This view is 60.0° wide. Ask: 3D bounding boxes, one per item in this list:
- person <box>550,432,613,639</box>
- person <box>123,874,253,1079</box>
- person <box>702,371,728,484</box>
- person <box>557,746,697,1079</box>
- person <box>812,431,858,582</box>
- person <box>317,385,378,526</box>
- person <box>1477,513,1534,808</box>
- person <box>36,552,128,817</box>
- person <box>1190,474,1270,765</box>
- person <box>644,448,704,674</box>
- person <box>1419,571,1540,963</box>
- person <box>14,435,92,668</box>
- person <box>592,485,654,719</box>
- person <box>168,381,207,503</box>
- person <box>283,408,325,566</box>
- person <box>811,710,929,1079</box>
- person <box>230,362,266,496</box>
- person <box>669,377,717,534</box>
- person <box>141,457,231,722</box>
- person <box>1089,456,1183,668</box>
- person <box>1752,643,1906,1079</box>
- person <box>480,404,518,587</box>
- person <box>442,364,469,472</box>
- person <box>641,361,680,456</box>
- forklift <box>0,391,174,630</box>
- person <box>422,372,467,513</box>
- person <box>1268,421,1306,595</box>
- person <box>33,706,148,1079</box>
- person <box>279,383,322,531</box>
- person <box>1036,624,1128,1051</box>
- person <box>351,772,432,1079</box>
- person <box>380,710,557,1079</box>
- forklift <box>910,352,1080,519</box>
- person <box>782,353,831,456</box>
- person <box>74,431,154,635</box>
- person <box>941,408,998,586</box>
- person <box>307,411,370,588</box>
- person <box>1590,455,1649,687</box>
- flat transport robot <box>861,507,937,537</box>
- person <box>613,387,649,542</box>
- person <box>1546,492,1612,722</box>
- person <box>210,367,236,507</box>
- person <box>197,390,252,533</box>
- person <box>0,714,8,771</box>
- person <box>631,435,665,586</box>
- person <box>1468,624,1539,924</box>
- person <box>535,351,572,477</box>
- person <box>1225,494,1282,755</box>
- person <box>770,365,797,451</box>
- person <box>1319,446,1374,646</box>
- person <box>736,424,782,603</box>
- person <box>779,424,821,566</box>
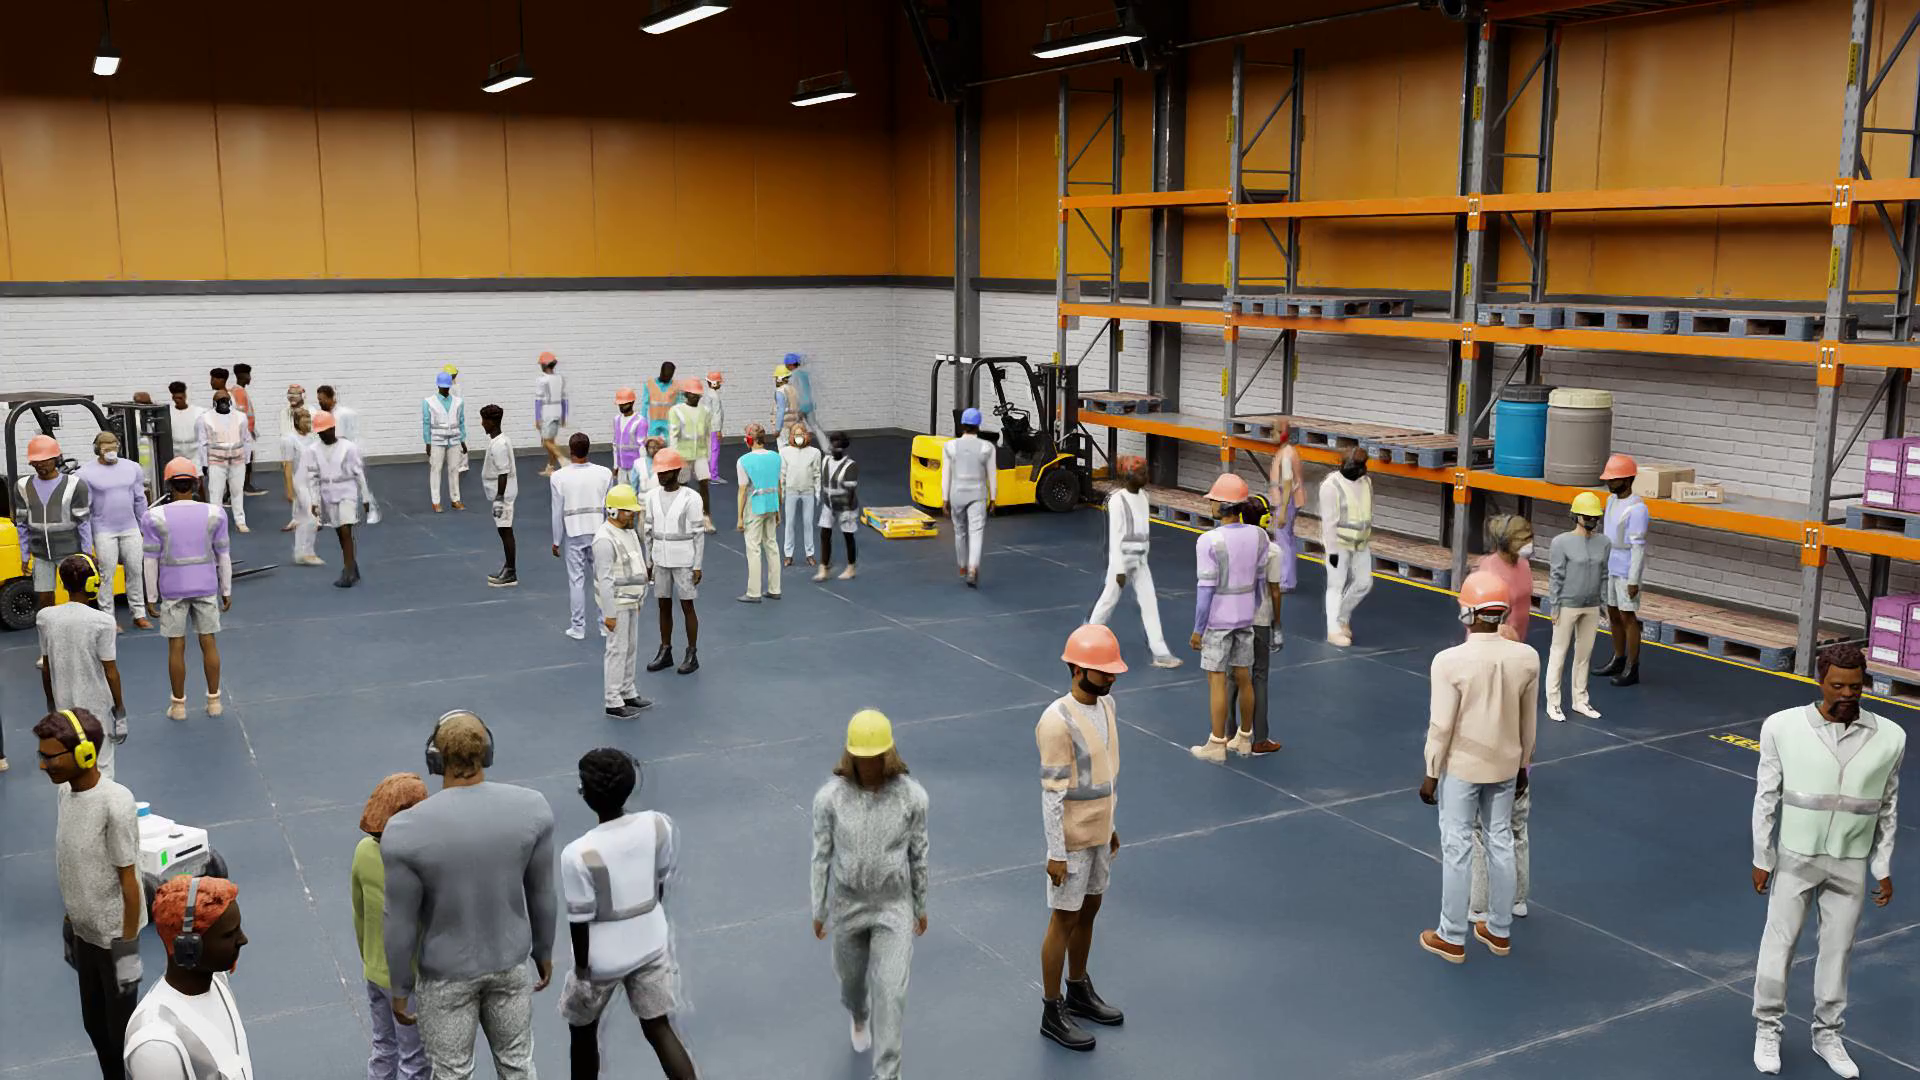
[{"bbox_3d":[-3.488,-0.038,15.433,0.587,1.920,0.395,-5,11,-25],"label":"person"},{"bbox_3d":[-2.129,1.851,4.691,0.358,1.876,0.575,-2,10,-9],"label":"person"},{"bbox_3d":[-3.796,-1.749,25.763,0.343,1.747,0.572,-5,11,-27],"label":"person"},{"bbox_3d":[-1.304,1.629,6.560,0.813,1.665,0.531,9,13,43],"label":"person"},{"bbox_3d":[-1.329,-0.353,17.953,0.548,1.659,0.698,7,12,34],"label":"person"},{"bbox_3d":[-8.035,-1.123,21.854,0.611,1.873,0.723,6,12,32],"label":"person"},{"bbox_3d":[3.457,0.761,10.821,0.593,1.927,0.630,9,13,42],"label":"person"},{"bbox_3d":[-5.074,0.996,9.658,0.510,1.861,0.323,1,10,8],"label":"person"},{"bbox_3d":[1.870,0.551,11.673,0.614,2.046,0.366,-6,12,-32],"label":"person"},{"bbox_3d":[-2.445,0.180,14.126,0.550,1.935,0.376,4,11,21],"label":"person"},{"bbox_3d":[2.613,1.142,8.418,0.624,1.992,0.386,-3,10,-16],"label":"person"},{"bbox_3d":[-7.777,0.107,14.286,0.603,2.034,0.417,-1,10,-6],"label":"person"},{"bbox_3d":[-2.603,0.472,12.798,0.403,1.817,0.601,1,10,7],"label":"person"},{"bbox_3d":[-9.988,-1.089,21.472,0.602,1.921,0.766,-3,10,-17],"label":"person"},{"bbox_3d":[-7.400,-0.593,18.922,0.573,1.814,0.529,1,10,8],"label":"person"},{"bbox_3d":[-0.377,1.520,7.067,0.492,1.717,0.803,0,10,0],"label":"person"},{"bbox_3d":[-10.563,-1.640,24.531,0.387,1.962,0.651,-5,11,-28],"label":"person"},{"bbox_3d":[-3.451,-1.101,21.345,0.621,2.000,0.996,-5,11,-29],"label":"person"},{"bbox_3d":[-5.911,0.376,12.738,0.613,2.033,0.411,-7,12,-34],"label":"person"},{"bbox_3d":[1.466,0.182,14.433,1.014,1.832,0.589,8,13,39],"label":"person"},{"bbox_3d":[3.762,1.383,7.257,0.591,1.920,0.393,1,10,9],"label":"person"},{"bbox_3d":[-4.939,-0.483,17.862,0.372,1.963,0.608,-2,10,-12],"label":"person"},{"bbox_3d":[-8.259,-1.985,27.112,0.361,1.760,0.526,-8,13,-39],"label":"person"},{"bbox_3d":[-4.705,-1.856,26.059,0.666,1.878,0.429,-4,11,-22],"label":"person"},{"bbox_3d":[-9.026,-0.363,16.508,1.214,2.155,2.313,6,11,29],"label":"forklift"},{"bbox_3d":[-7.095,-1.350,22.930,0.602,1.938,0.401,-8,13,-38],"label":"person"},{"bbox_3d":[3.412,-0.338,17.443,0.417,1.823,0.628,2,10,12],"label":"person"},{"bbox_3d":[-3.345,1.553,6.467,0.528,1.857,0.333,7,12,36],"label":"person"},{"bbox_3d":[-8.447,-1.046,21.254,0.651,1.913,0.410,4,11,24],"label":"person"},{"bbox_3d":[0.578,1.324,7.544,0.372,1.933,0.552,6,12,33],"label":"person"},{"bbox_3d":[-2.119,1.682,6.348,0.505,1.632,0.269,8,13,40],"label":"person"},{"bbox_3d":[-1.790,1.573,6.125,0.639,1.934,0.369,-6,12,-33],"label":"person"},{"bbox_3d":[0.460,-1.461,22.833,2.313,2.155,1.214,-5,11,-28],"label":"forklift"},{"bbox_3d":[-2.660,-2.247,28.332,1.090,1.872,0.664,5,11,25],"label":"person"},{"bbox_3d":[-7.938,-0.069,15.606,0.377,1.927,0.635,8,13,39],"label":"person"},{"bbox_3d":[0.099,-0.470,17.971,0.613,1.913,0.943,1,10,4],"label":"person"},{"bbox_3d":[-6.685,-0.429,17.758,0.569,1.891,0.897,1,10,5],"label":"person"},{"bbox_3d":[5.460,0.248,13.799,0.417,1.925,0.562,0,10,-3],"label":"person"},{"bbox_3d":[-0.797,-0.251,21.397,0.652,0.197,1.431,-3,10,-16],"label":"flat transport robot"},{"bbox_3d":[-4.089,-0.929,20.541,0.545,1.929,0.389,7,12,35],"label":"person"},{"bbox_3d":[4.744,0.507,12.738,0.524,1.769,0.308,-3,10,-17],"label":"person"},{"bbox_3d":[-10.365,-1.451,23.427,0.367,1.967,0.607,-8,12,-37],"label":"person"},{"bbox_3d":[-9.317,-0.989,21.130,0.627,1.843,0.429,-8,13,-38],"label":"person"},{"bbox_3d":[-6.782,0.641,11.173,0.542,2.000,0.690,-2,10,-12],"label":"person"},{"bbox_3d":[-3.304,-0.346,18.073,0.537,1.613,0.658,2,10,13],"label":"person"},{"bbox_3d":[2.862,1.244,8.892,0.513,1.631,0.318,-5,11,-25],"label":"person"},{"bbox_3d":[-6.418,-1.964,26.227,0.755,2.025,0.616,6,11,30],"label":"person"},{"bbox_3d":[2.075,0.600,11.899,0.516,1.871,0.325,8,12,37],"label":"person"},{"bbox_3d":[-2.732,-1.786,25.740,0.404,1.830,0.602,3,10,16],"label":"person"},{"bbox_3d":[3.525,0.050,15.165,0.643,1.829,0.449,-5,11,-29],"label":"person"},{"bbox_3d":[-2.034,-0.269,17.002,0.377,1.835,0.567,9,13,41],"label":"person"},{"bbox_3d":[-1.830,-0.517,19.016,0.497,1.632,0.289,-1,10,-8],"label":"person"}]
